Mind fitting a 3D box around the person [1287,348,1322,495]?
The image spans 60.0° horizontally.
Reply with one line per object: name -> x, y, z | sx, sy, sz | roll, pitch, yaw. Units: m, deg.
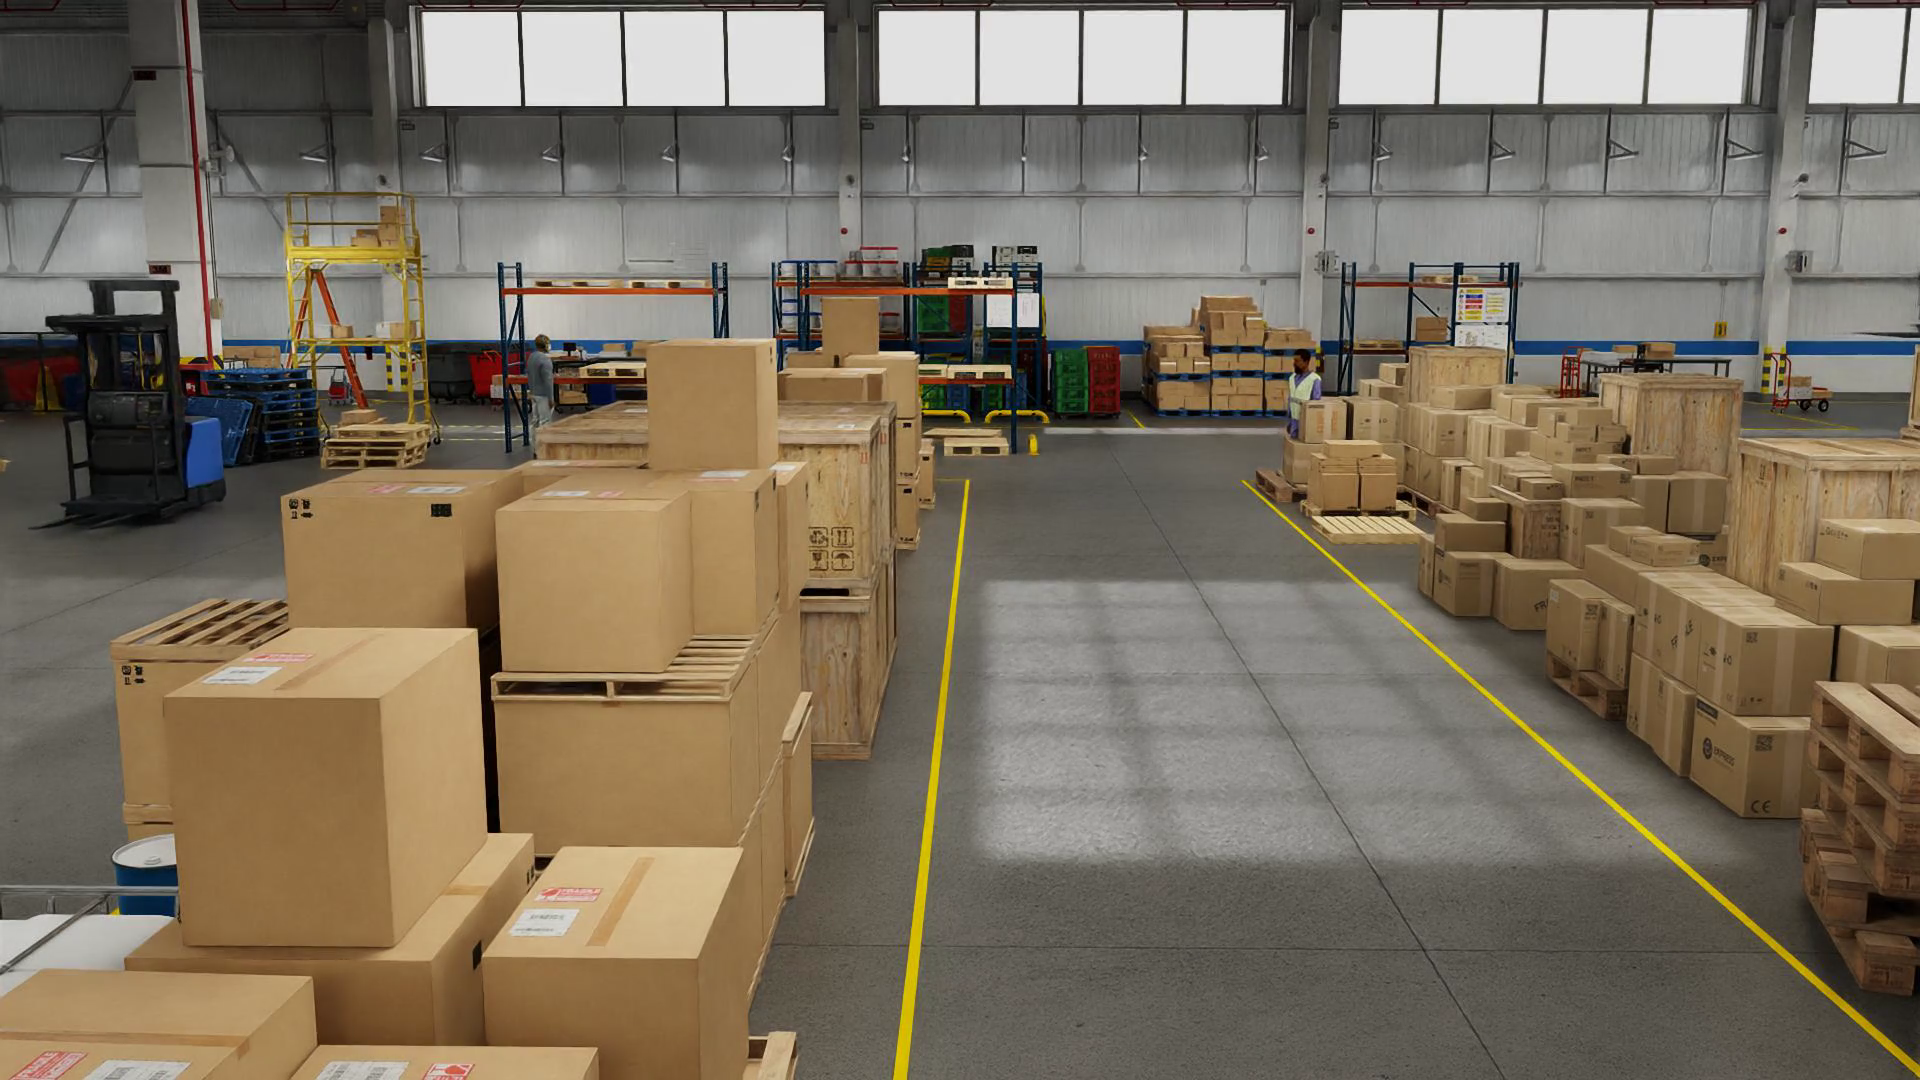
person -> 4.498, -1.543, 21.757 | 0.391, 1.918, 0.590 | -5, 10, -25

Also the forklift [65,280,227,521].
forklift -> -9.838, -1.738, 20.044 | 1.129, 2.768, 1.873 | 0, 9, 1

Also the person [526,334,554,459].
person -> -6.429, -2.195, 25.597 | 0.373, 1.941, 0.627 | -8, 12, -39
